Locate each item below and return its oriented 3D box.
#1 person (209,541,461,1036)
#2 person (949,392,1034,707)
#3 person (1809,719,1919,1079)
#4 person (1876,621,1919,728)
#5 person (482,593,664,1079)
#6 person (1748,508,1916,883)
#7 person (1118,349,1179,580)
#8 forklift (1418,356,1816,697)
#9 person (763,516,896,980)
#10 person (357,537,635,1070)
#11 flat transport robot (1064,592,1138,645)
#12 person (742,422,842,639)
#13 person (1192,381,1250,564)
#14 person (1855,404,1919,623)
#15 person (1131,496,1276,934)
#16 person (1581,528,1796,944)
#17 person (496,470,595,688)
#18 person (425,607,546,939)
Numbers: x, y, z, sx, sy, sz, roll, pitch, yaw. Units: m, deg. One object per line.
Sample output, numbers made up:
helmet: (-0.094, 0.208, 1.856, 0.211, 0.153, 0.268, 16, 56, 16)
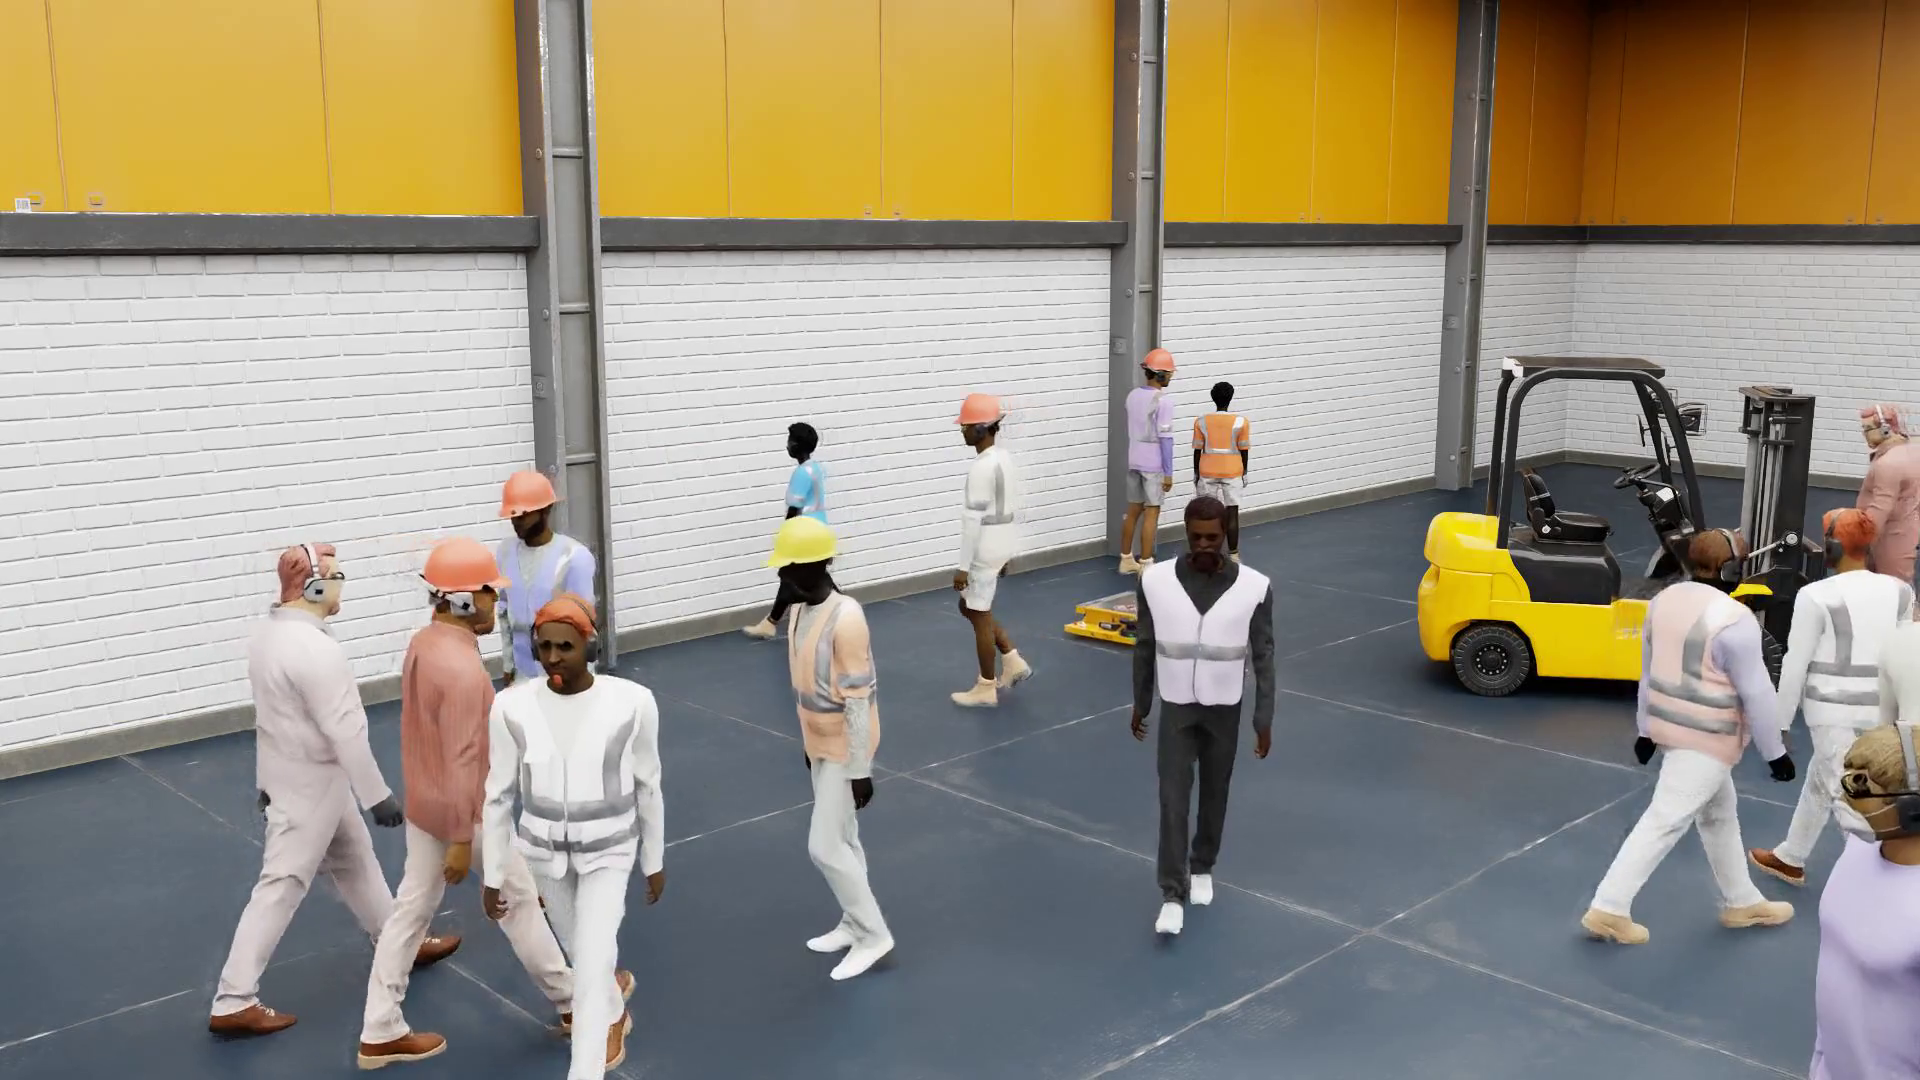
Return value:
person: (-2.469, 0.931, 6.397, 1.014, 1.853, 0.657, -7, 12, -32)
person: (0.149, 0.079, 10.539, 0.435, 2.027, 0.613, 2, 11, 11)
person: (2.141, 1.353, 3.859, 0.371, 1.935, 0.627, 1, 10, 5)
person: (3.546, 0.977, 5.955, 0.428, 1.919, 0.666, -5, 12, -26)
person: (-1.311, 1.073, 5.686, 0.589, 1.834, 0.999, 1, 10, 4)
person: (3.913, 0.770, 7.345, 0.582, 1.834, 0.999, -3, 11, -17)
person: (1.692, -0.662, 14.611, 0.445, 2.030, 0.625, -6, 12, -28)
forklift: (4.276, -0.101, 11.076, 2.313, 2.155, 1.214, 2, 11, 13)
person: (-0.543, 0.837, 6.797, 0.484, 1.899, 0.606, -5, 12, -26)
person: (-1.764, 0.941, 6.082, 1.025, 1.938, 0.609, -7, 13, -35)
flat transport robot: (1.488, 0.549, 12.782, 0.652, 0.197, 1.431, 9, 13, 40)
person: (-1.171, -0.045, 12.280, 0.857, 1.647, 0.540, -1, 10, -3)
person: (2.373, -0.596, 15.151, 0.534, 1.694, 0.318, 4, 11, 20)
person: (6.311, -0.012, 11.506, 0.894, 1.855, 0.715, 7, 12, 33)
person: (1.049, 0.760, 7.216, 0.625, 1.880, 0.910, 2, 11, 9)
person: (3.130, 0.840, 7.081, 0.999, 1.794, 0.628, -1, 10, -3)
person: (-1.997, 0.599, 8.017, 0.576, 1.915, 0.474, 4, 11, 20)
person: (-2.062, 0.935, 7.090, 0.869, 1.587, 0.515, -4, 11, -21)
